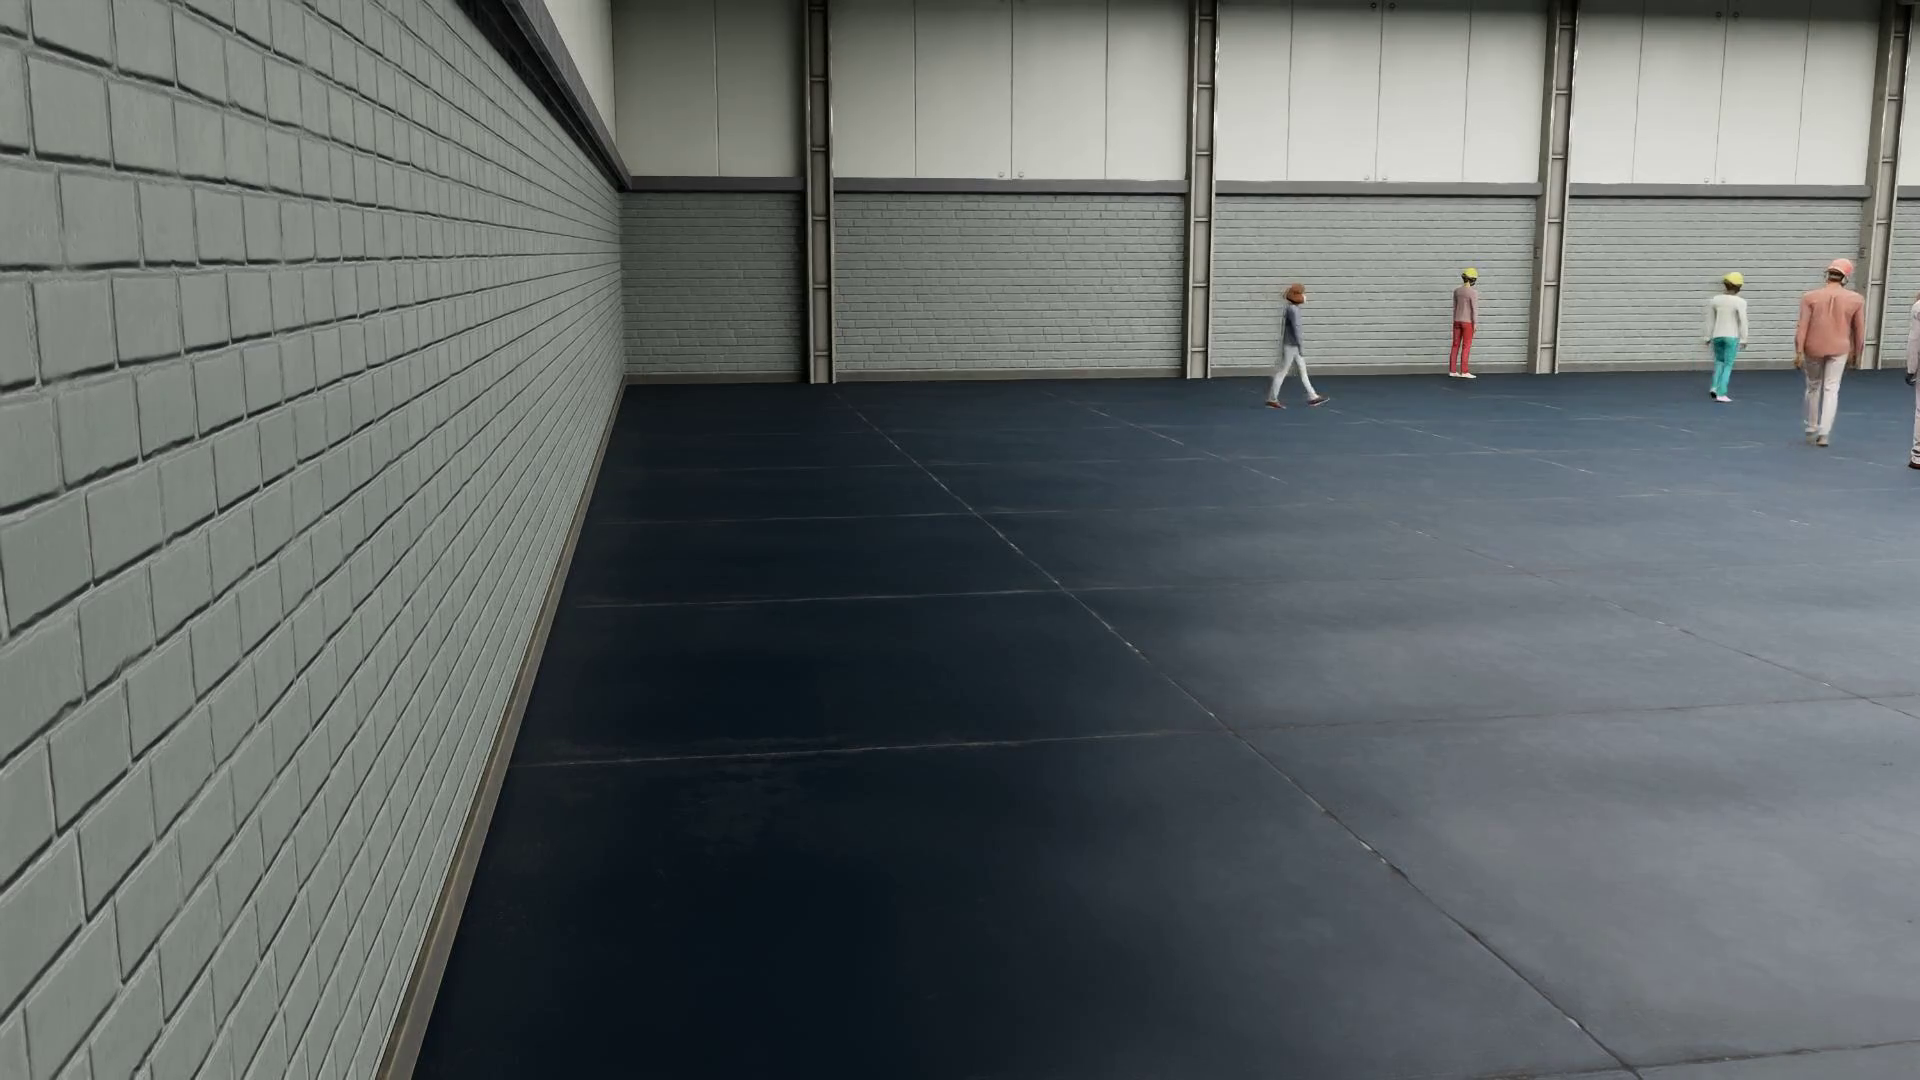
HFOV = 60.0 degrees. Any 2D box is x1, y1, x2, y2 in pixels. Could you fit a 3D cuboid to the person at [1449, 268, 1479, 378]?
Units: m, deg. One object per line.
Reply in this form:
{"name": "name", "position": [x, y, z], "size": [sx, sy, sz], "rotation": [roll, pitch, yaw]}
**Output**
{"name": "person", "position": [8.099, -3.465, 26.609], "size": [0.335, 1.761, 0.521], "rotation": [-5, 11, -27]}

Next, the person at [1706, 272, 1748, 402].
{"name": "person", "position": [10.325, -2.720, 22.345], "size": [0.426, 1.745, 0.548], "rotation": [-6, 11, -30]}

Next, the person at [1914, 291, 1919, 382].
{"name": "person", "position": [15.004, -3.300, 25.651], "size": [0.522, 1.762, 0.320], "rotation": [3, 10, 16]}

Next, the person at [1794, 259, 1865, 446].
{"name": "person", "position": [9.120, -1.972, 17.475], "size": [0.645, 1.931, 1.001], "rotation": [5, 11, 28]}

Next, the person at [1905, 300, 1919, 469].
{"name": "person", "position": [9.110, -1.589, 15.378], "size": [0.651, 1.907, 0.409], "rotation": [5, 11, 28]}

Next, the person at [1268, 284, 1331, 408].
{"name": "person", "position": [4.380, -2.485, 21.442], "size": [0.838, 1.592, 0.521], "rotation": [2, 10, 12]}
